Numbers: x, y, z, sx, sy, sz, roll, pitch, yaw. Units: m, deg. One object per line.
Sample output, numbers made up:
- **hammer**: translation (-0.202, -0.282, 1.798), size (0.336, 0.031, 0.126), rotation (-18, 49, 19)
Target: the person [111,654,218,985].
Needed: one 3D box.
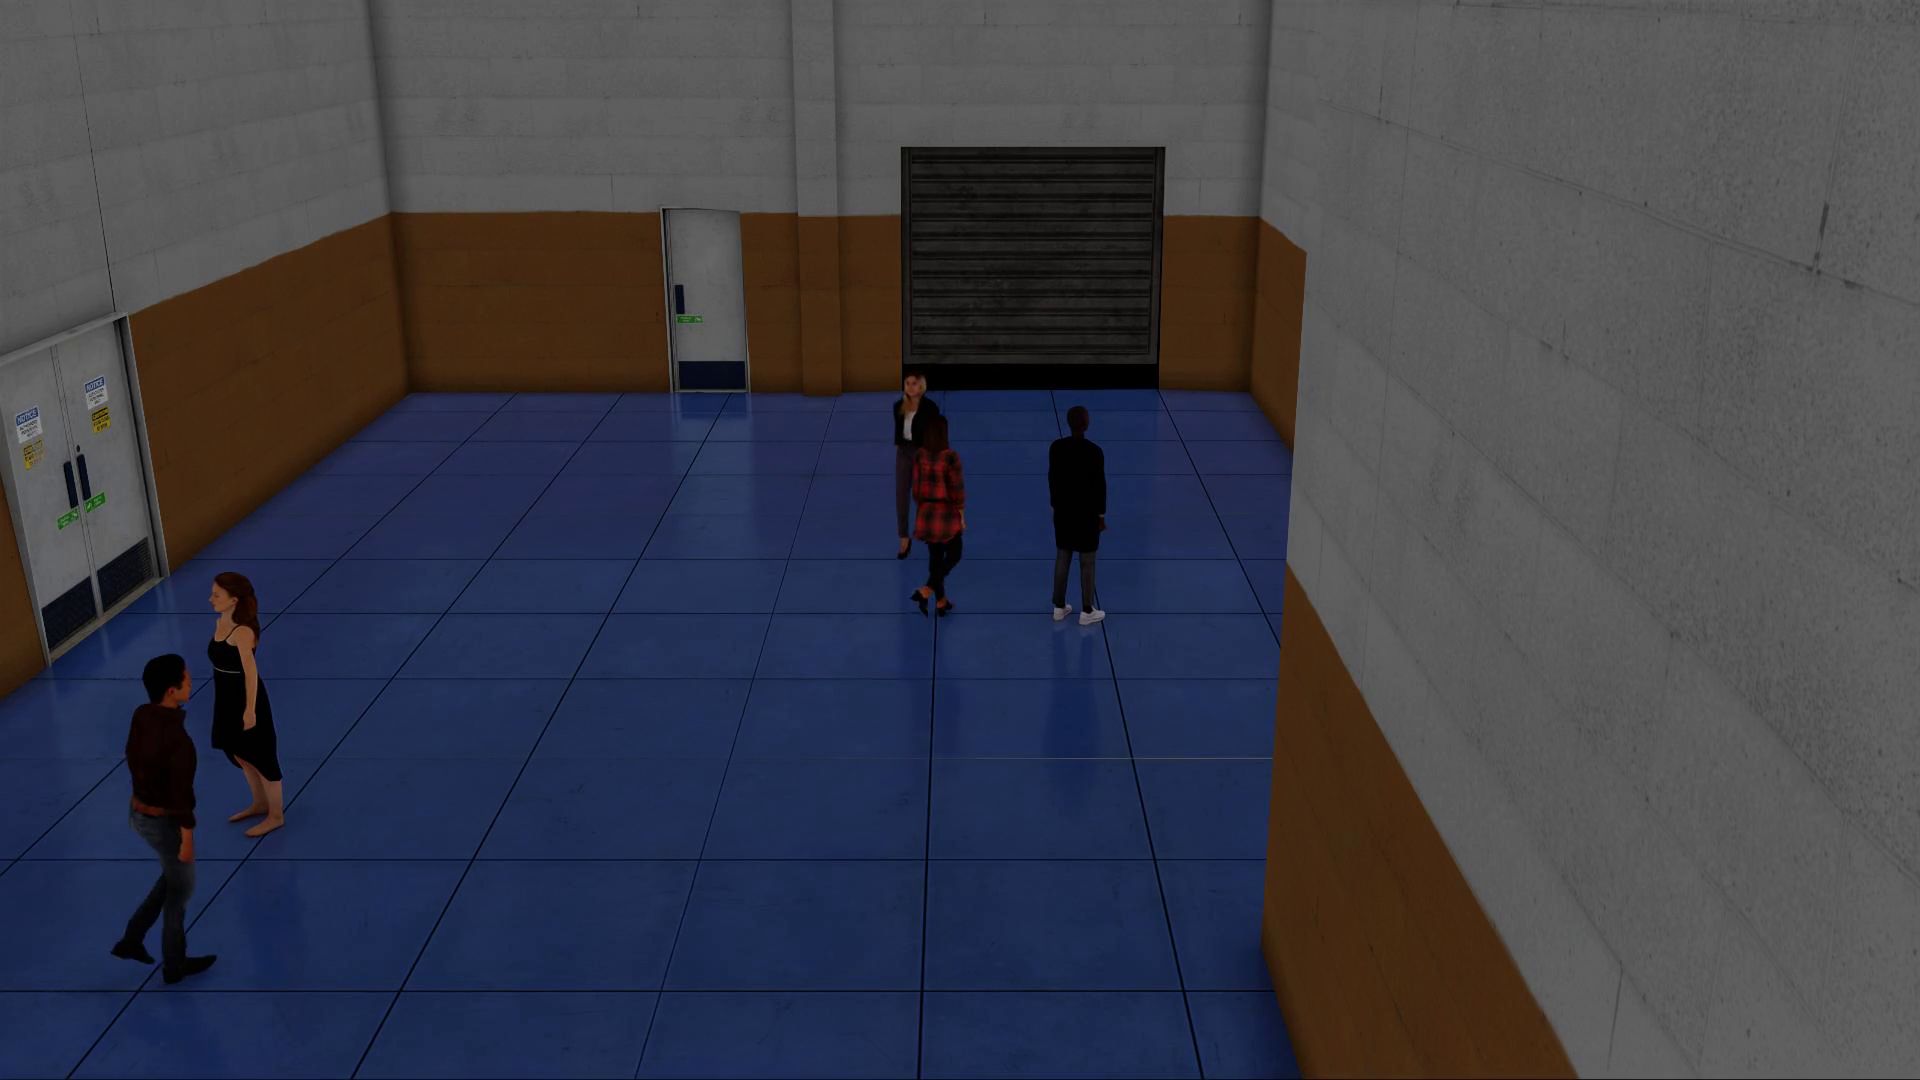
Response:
- **person**: translation (-4.051, 1.435, 8.292), size (0.897, 1.751, 0.956), rotation (16, 25, 40)

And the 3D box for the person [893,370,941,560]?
- **person**: translation (-0.346, -0.689, 14.775), size (1.039, 1.633, 0.879), rotation (6, 20, 18)

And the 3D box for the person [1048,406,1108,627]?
- **person**: translation (0.915, -0.201, 13.127), size (0.678, 1.761, 0.790), rotation (11, 22, 30)

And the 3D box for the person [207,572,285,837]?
- **person**: translation (-4.252, 0.962, 9.892), size (0.742, 1.625, 0.687), rotation (-16, 25, -40)

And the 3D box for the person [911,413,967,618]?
- **person**: translation (-0.200, -0.149, 13.083), size (0.936, 1.690, 0.943), rotation (12, 22, 31)
